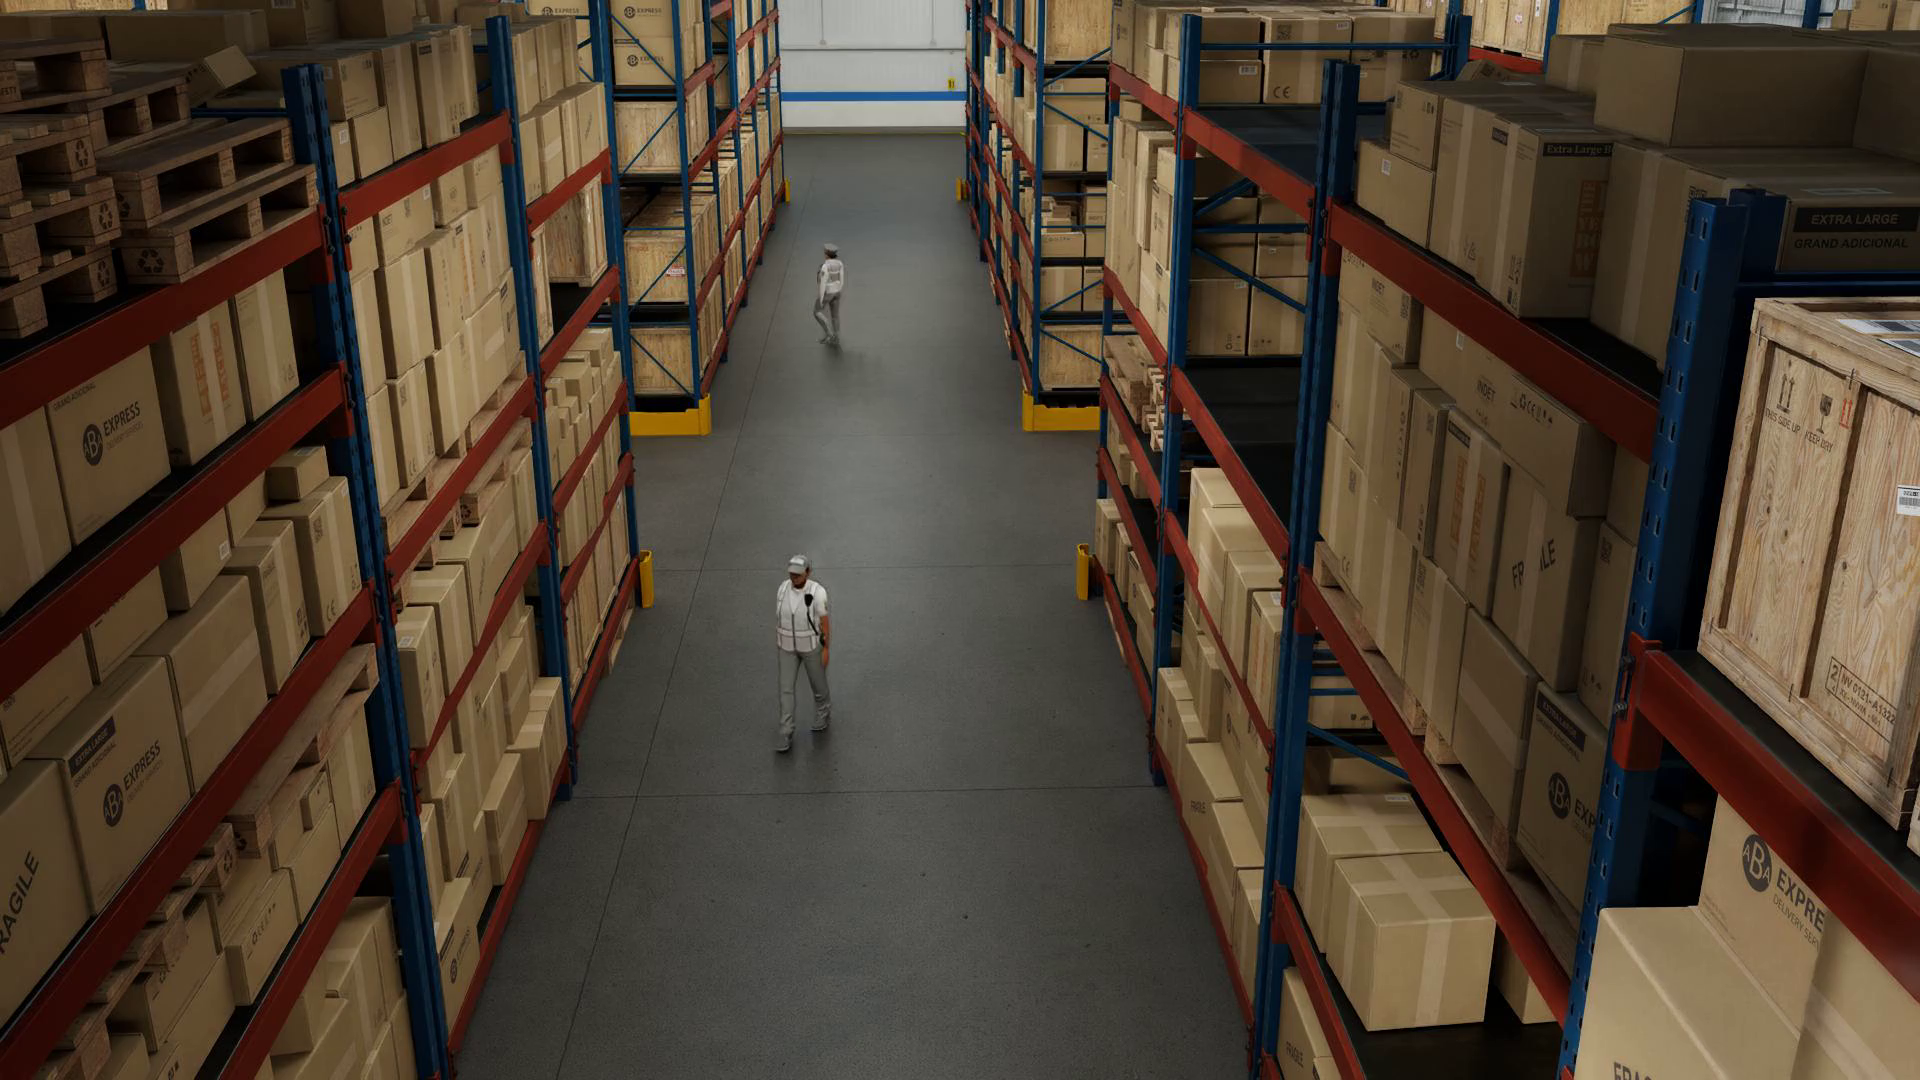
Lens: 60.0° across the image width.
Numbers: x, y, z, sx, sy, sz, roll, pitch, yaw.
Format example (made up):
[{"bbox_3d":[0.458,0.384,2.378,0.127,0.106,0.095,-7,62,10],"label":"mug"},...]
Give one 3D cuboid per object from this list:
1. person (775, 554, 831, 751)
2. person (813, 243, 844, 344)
[{"bbox_3d":[-1.358,0.930,14.164,0.487,1.660,0.768,4,21,11],"label":"person"},{"bbox_3d":[-2.171,-4.062,27.441,0.455,1.681,0.529,19,27,41],"label":"person"}]
